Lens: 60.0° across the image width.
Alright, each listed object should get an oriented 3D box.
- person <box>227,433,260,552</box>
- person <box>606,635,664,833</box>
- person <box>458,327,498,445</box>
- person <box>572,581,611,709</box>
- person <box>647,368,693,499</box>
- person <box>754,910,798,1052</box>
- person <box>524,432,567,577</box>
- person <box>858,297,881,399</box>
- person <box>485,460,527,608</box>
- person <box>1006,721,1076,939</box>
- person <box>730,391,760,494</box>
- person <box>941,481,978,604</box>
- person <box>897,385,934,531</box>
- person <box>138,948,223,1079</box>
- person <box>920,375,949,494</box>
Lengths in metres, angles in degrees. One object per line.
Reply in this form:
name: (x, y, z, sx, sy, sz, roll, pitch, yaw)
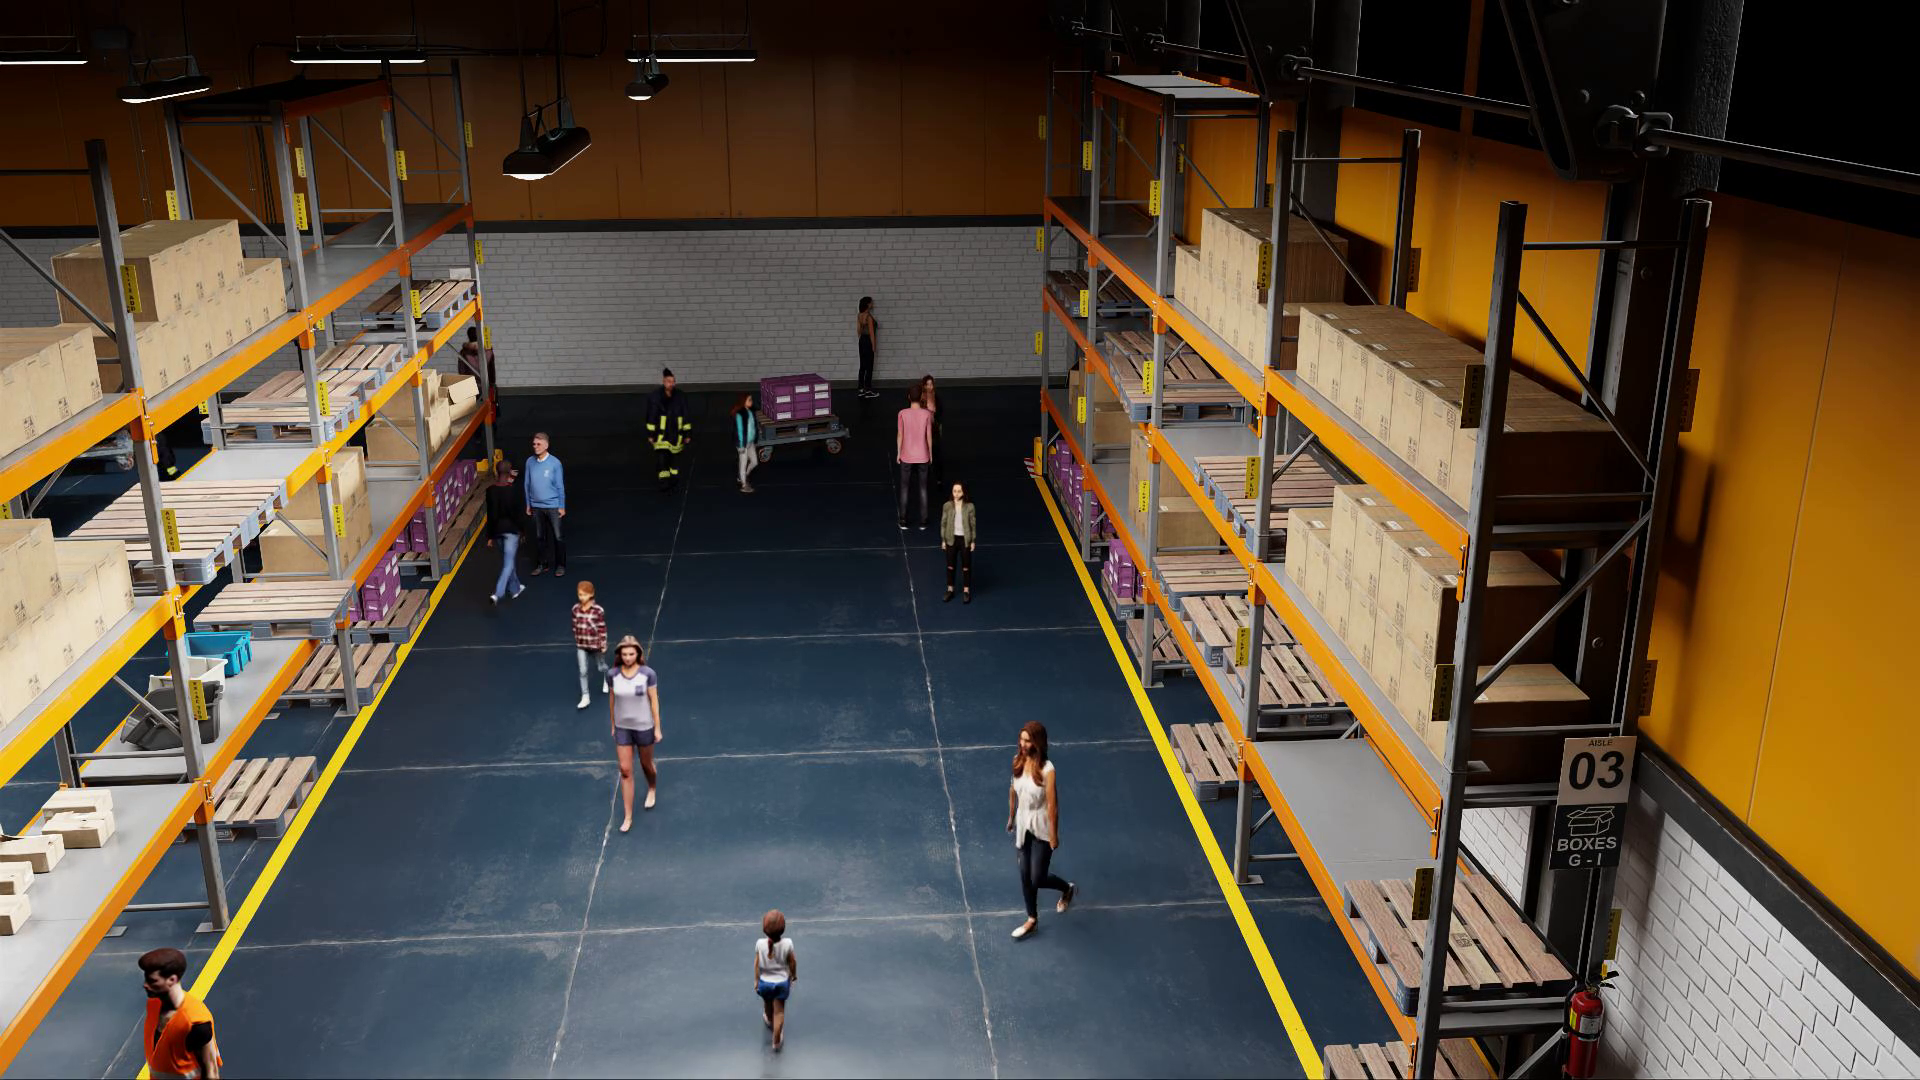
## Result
person: (-9.222, -0.500, 20.843, 0.780, 1.646, 1.127, 3, 19, 10)
person: (-2.803, 1.614, 14.472, 0.700, 1.706, 0.953, 1, 19, 2)
person: (-7.634, -2.464, 26.364, 0.869, 1.845, 0.872, -13, 23, -34)
person: (-3.728, 1.017, 16.896, 0.681, 1.290, 0.933, 3, 19, 9)
person: (-4.159, -1.554, 23.675, 0.974, 1.835, 1.166, -7, 20, -20)
person: (-1.276, 3.027, 11.376, 0.449, 1.004, 0.642, -1, 19, -3)
person: (-5.085, -0.455, 20.441, 0.717, 1.817, 0.663, 3, 19, 10)
person: (-1.648, -3.414, 29.304, 0.759, 1.769, 0.652, -13, 22, -33)
person: (-5.321, -0.032, 19.352, 0.858, 1.711, 1.188, 4, 19, 11)
person: (0.638, 2.180, 12.689, 0.921, 1.770, 0.894, -15, 24, -38)
person: (-3.131, -1.411, 23.794, 0.746, 1.489, 0.669, 10, 21, 26)
person: (-0.010, 0.011, 19.594, 0.630, 1.475, 0.598, 4, 19, 12)
person: (-0.607, -1.096, 22.131, 0.639, 1.953, 0.546, -1, 19, -3)
person: (-4.430, 3.173, 9.559, 0.799, 1.887, 0.836, 12, 22, 31)
person: (-0.493, -1.530, 23.856, 0.754, 1.675, 1.105, -6, 20, -17)
